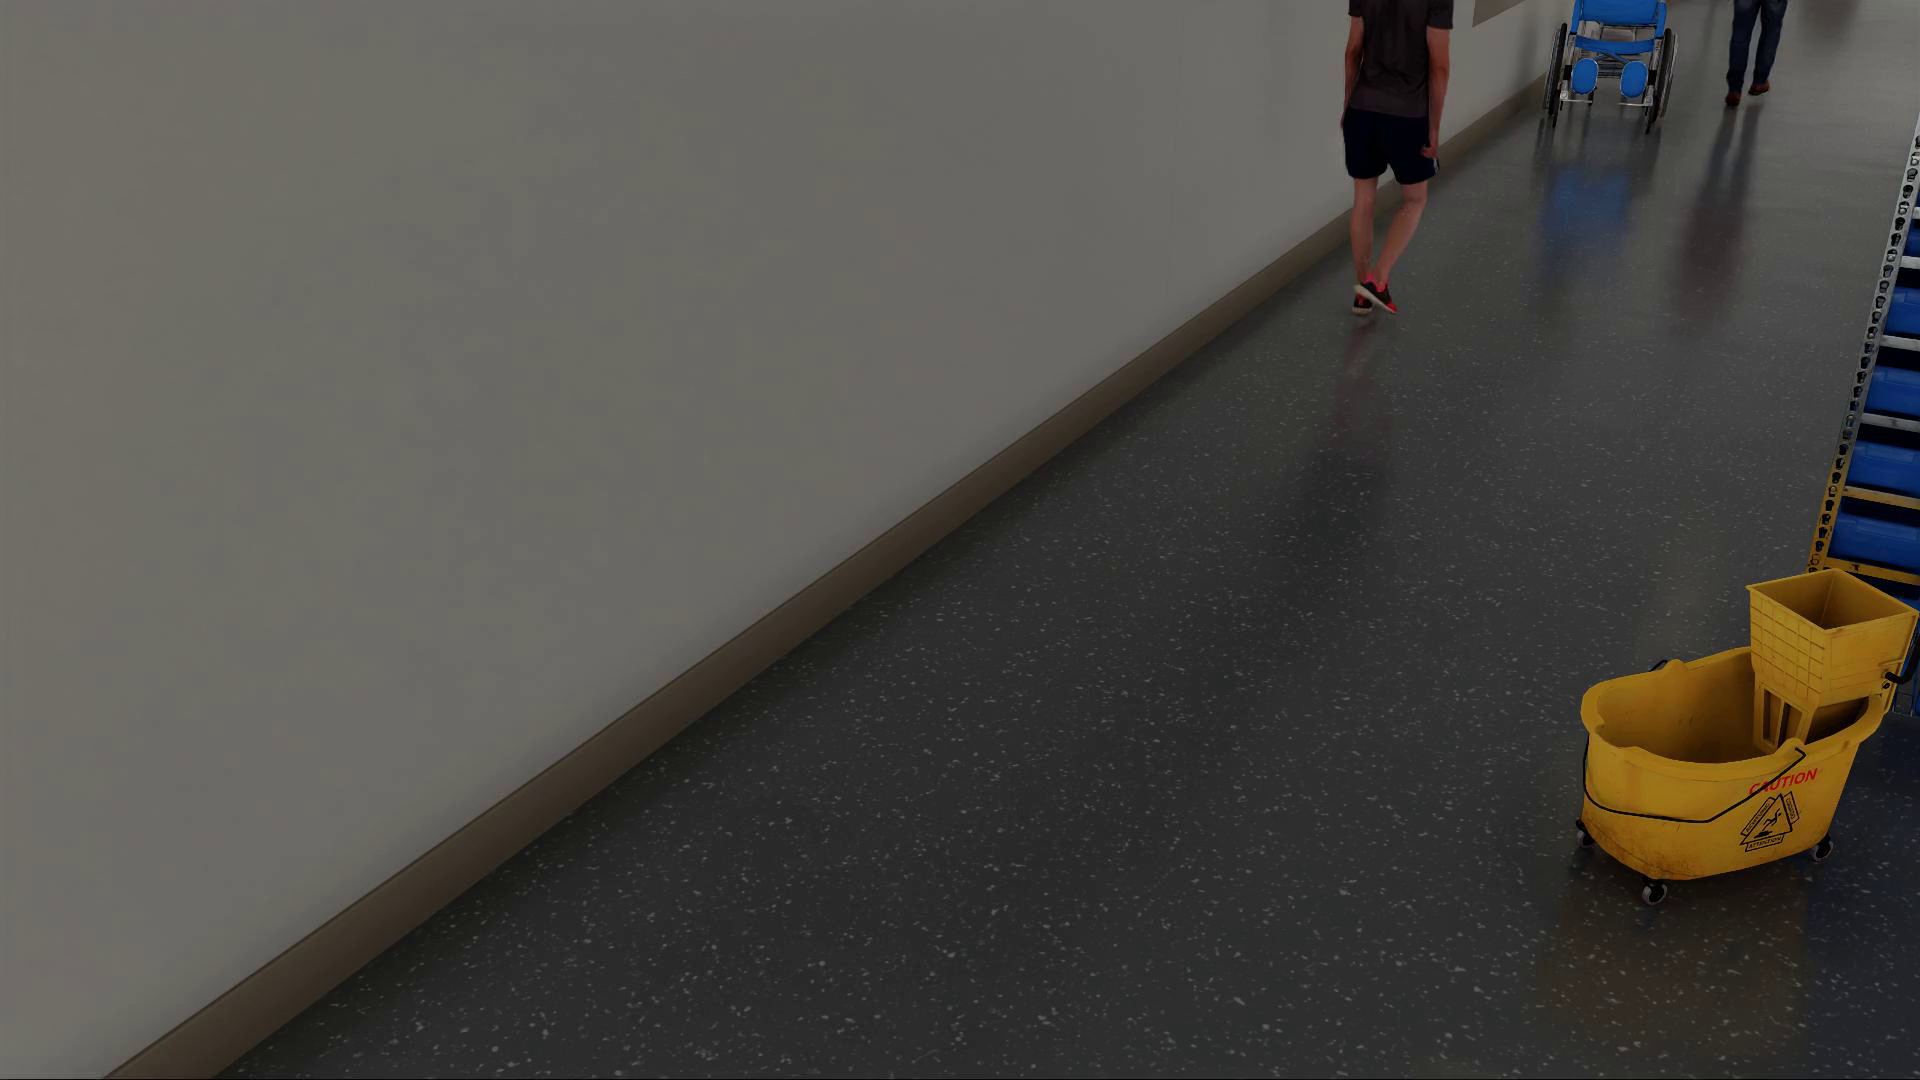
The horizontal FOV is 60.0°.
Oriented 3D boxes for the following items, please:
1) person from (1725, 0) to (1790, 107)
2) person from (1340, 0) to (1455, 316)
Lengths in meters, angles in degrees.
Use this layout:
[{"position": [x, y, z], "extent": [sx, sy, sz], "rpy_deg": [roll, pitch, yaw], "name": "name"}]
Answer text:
[{"position": [5.775, -4.045, 11.970], "extent": [0.915, 1.805, 0.818], "rpy_deg": [10, 28, 21], "name": "person"}, {"position": [1.882, -1.871, 7.420], "extent": [0.684, 1.843, 0.746], "rpy_deg": [16, 30, 29], "name": "person"}]
